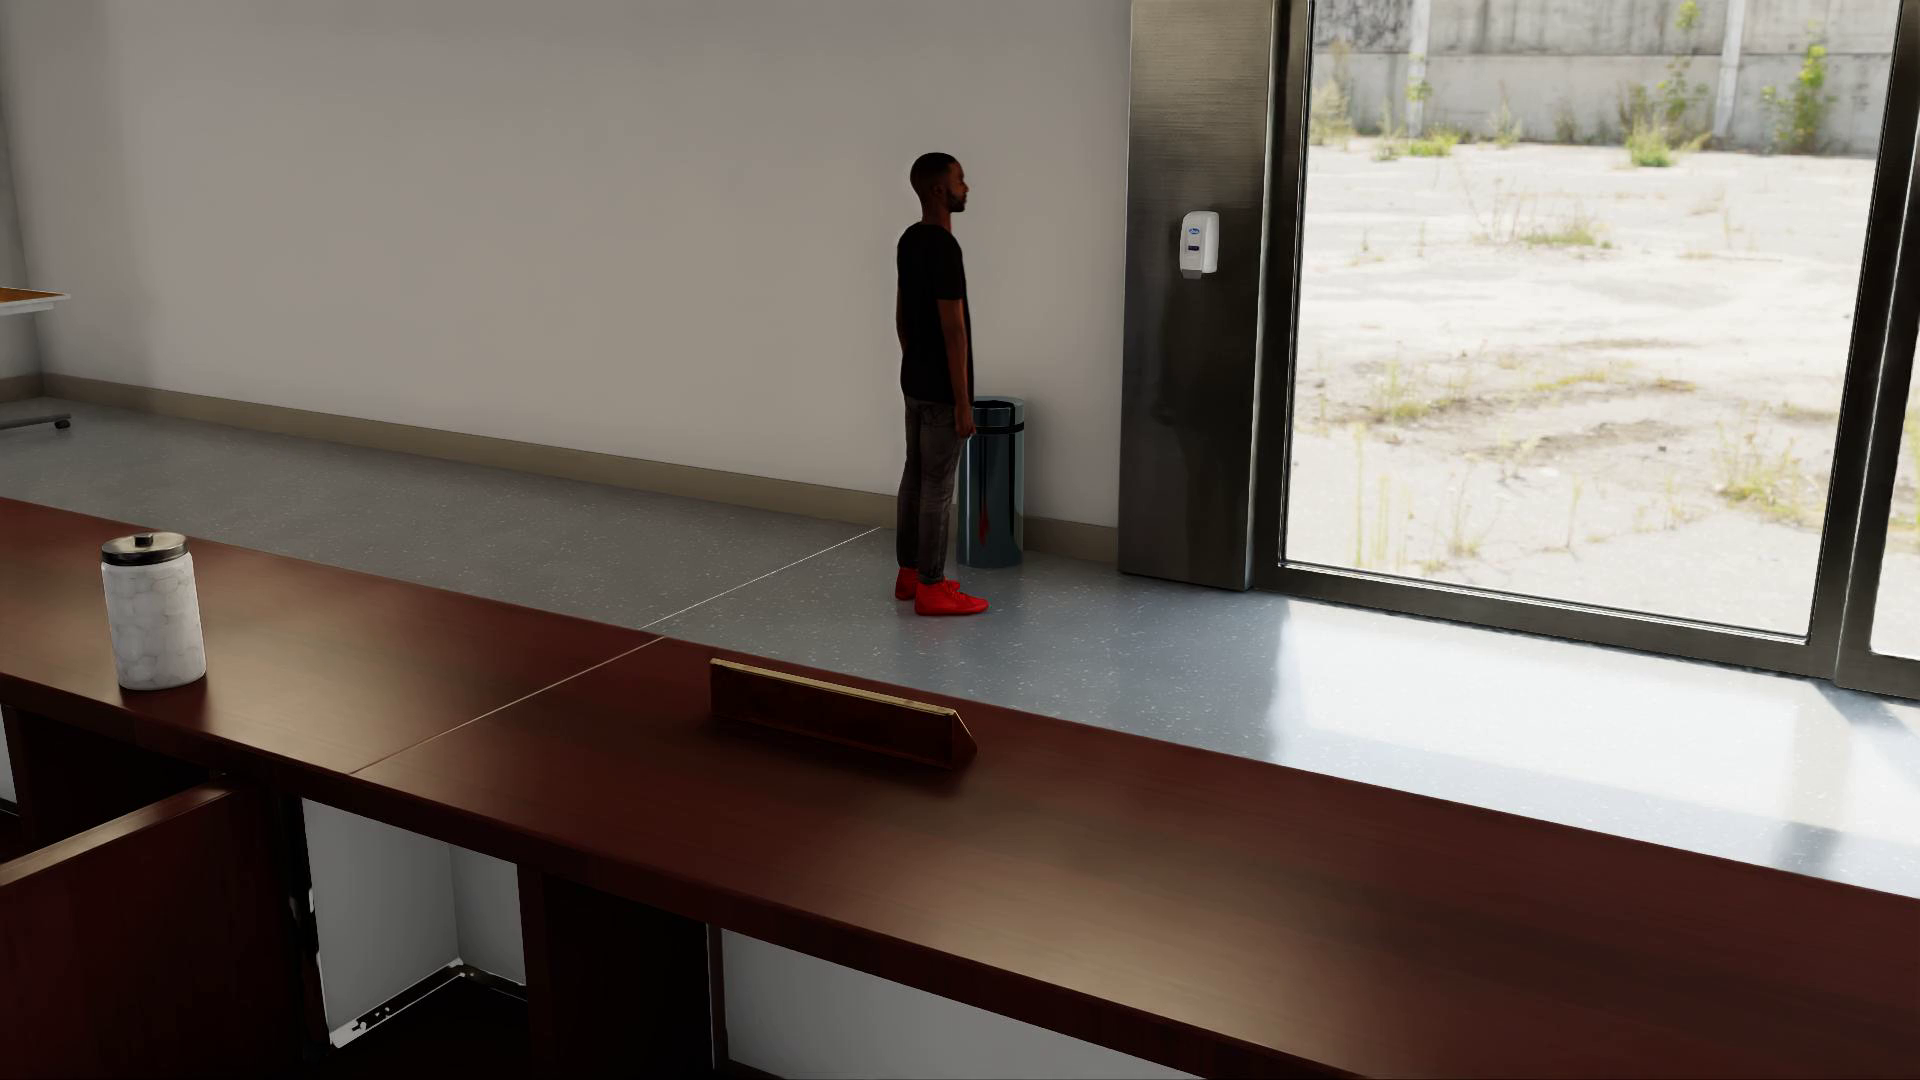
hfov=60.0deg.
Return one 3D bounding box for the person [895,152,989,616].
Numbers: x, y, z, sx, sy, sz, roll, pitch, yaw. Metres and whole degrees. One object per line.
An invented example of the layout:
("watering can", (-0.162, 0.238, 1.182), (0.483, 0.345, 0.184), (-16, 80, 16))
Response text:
("person", (-0.108, -0.613, 6.597), (0.742, 1.804, 0.719), (-6, 17, -22))
